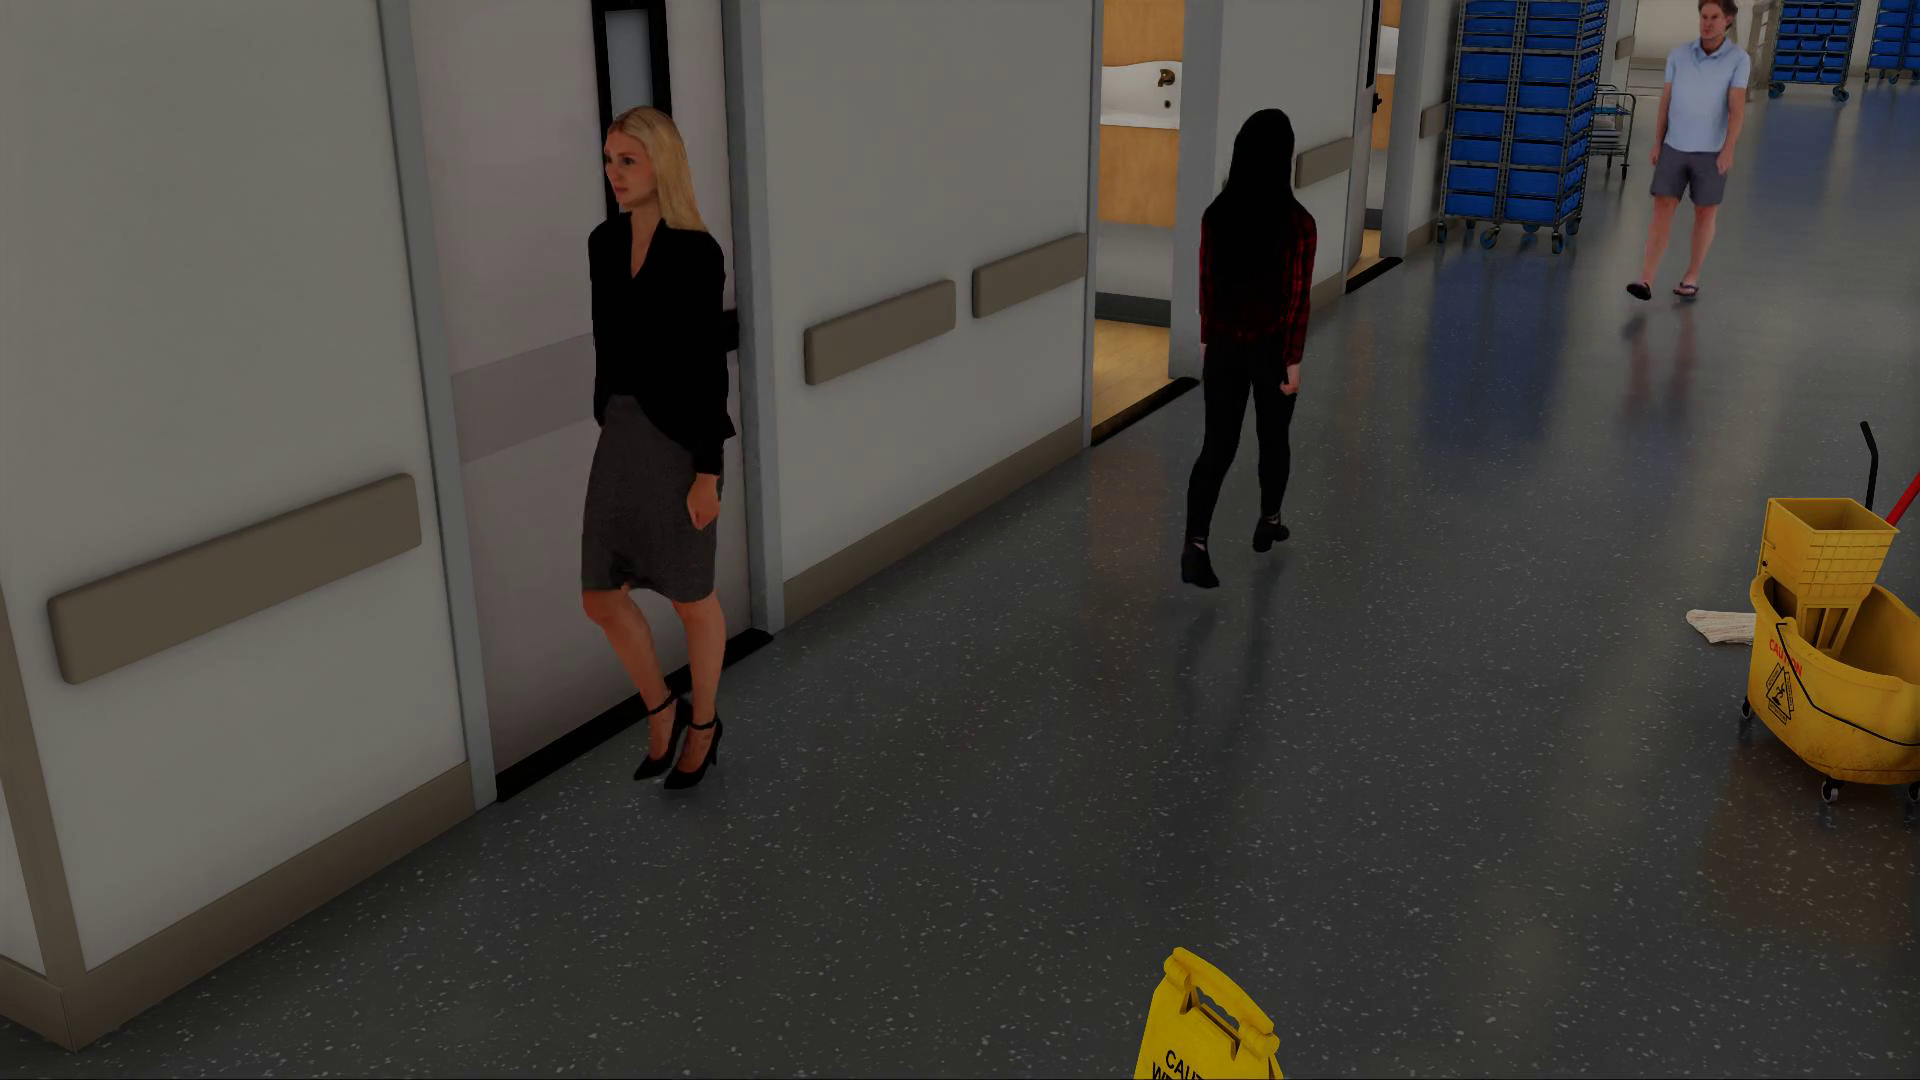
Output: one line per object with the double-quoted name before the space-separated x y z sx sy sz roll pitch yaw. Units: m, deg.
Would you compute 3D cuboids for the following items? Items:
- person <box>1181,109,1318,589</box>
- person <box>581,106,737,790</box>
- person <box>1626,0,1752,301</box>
"person" 0.955 -0.598 5.706 0.609 1.616 1.068 13 24 31
"person" -0.706 -0.192 4.329 0.631 1.831 0.612 12 24 29
"person" 4.497 -2.353 10.082 0.772 1.798 1.111 15 26 35
